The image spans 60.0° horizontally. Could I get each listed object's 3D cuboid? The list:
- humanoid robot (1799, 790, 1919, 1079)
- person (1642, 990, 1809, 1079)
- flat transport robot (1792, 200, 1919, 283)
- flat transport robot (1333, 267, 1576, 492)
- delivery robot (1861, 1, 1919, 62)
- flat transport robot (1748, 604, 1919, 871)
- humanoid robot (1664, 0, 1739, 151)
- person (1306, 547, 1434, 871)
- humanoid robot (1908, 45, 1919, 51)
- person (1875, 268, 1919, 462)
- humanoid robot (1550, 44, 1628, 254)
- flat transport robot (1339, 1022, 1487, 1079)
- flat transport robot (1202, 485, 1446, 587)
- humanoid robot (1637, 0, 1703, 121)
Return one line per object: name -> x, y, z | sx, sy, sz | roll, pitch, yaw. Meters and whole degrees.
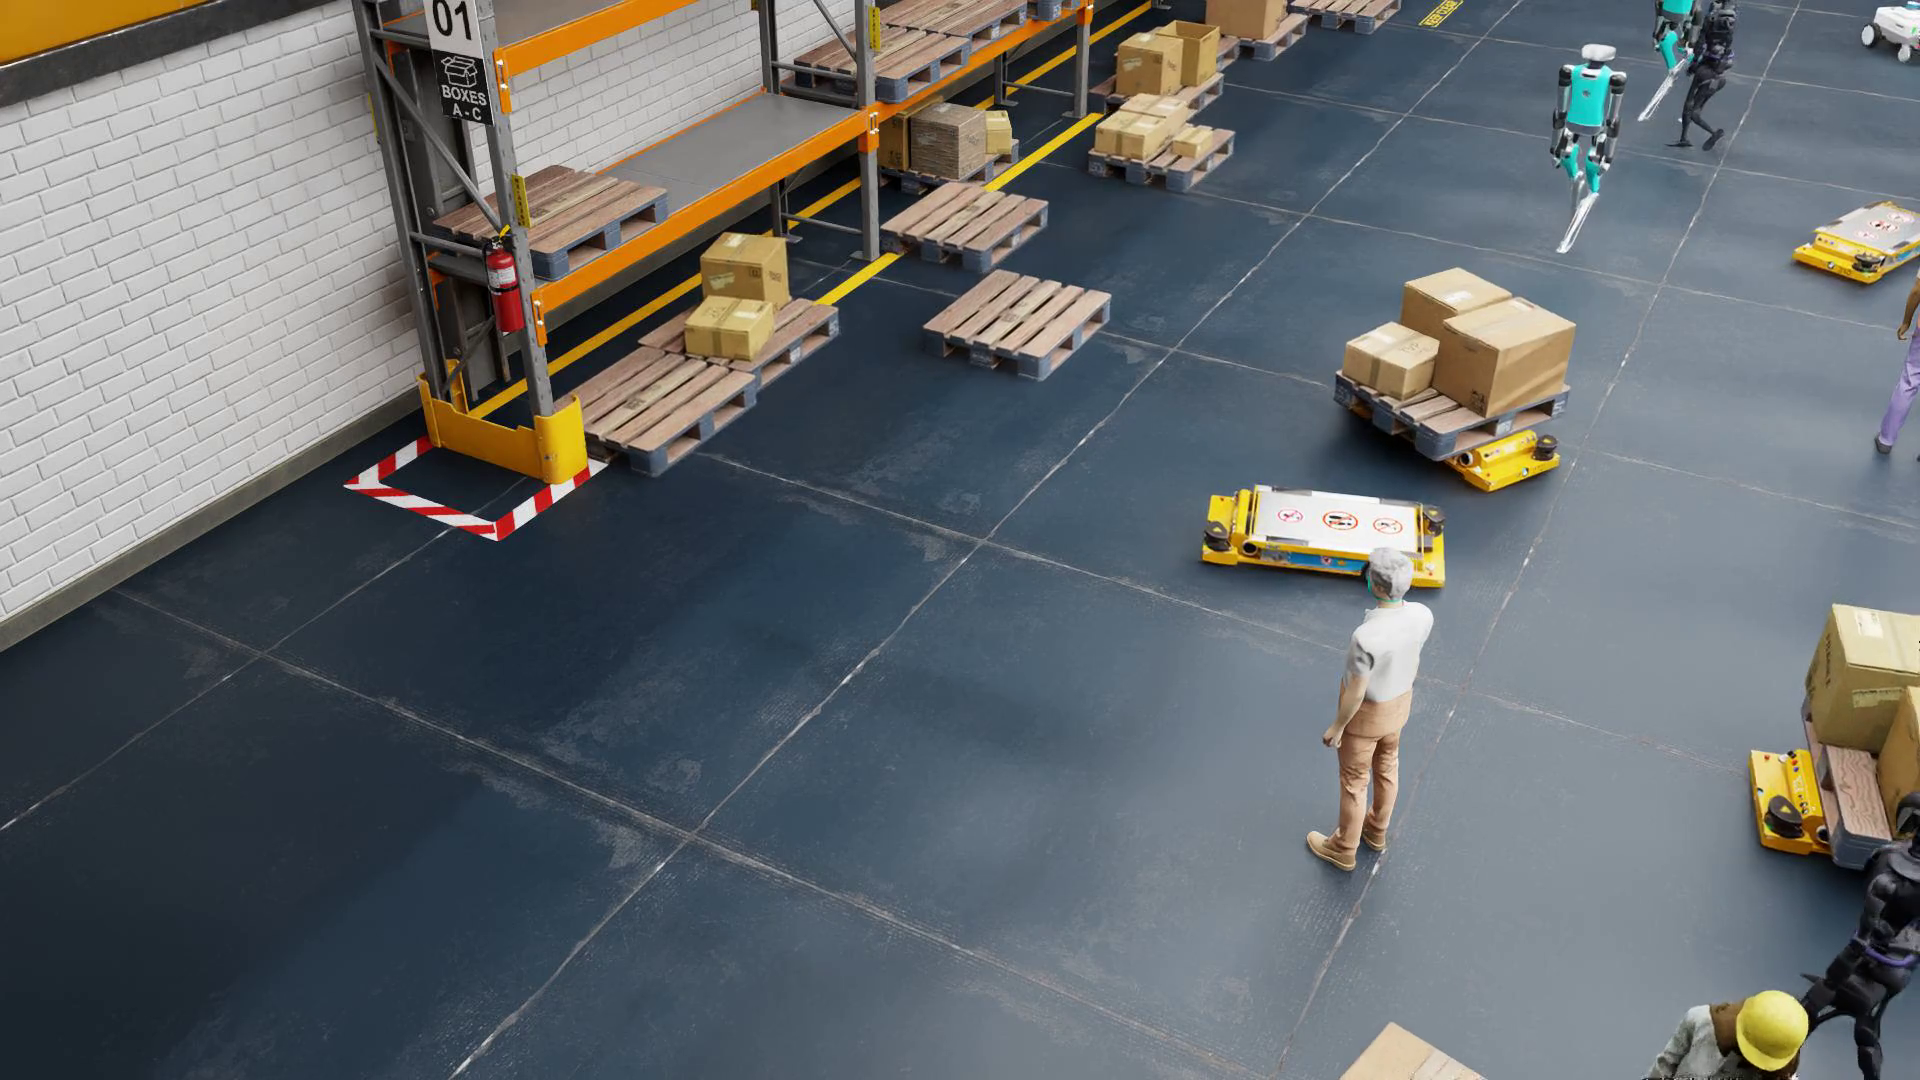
humanoid robot -> 3.526, 1.613, 6.447 | 0.602, 1.633, 0.650 | -22, 40, -30
person -> 2.544, 2.083, 5.689 | 0.551, 1.703, 0.531 | -8, 34, -12
flat transport robot -> 7.681, -2.512, 13.949 | 1.431, 0.231, 0.659 | -23, 40, -31
flat transport robot -> 3.324, -0.799, 11.357 | 0.659, 0.231, 1.431 | -18, 38, -26
delivery robot -> 10.472, -5.667, 18.480 | 0.499, 0.614, 0.815 | -5, 34, -8
flat transport robot -> 4.655, 1.351, 8.104 | 1.431, 0.231, 0.659 | 9, 34, 13
humanoid robot -> 7.080, -4.453, 15.612 | 0.423, 1.628, 0.598 | -2, 34, -3
person -> 1.885, 0.779, 7.633 | 0.477, 1.743, 0.321 | -21, 39, -28
humanoid robot -> 10.866, -6.258, 18.355 | 0.327, 1.644, 0.595 | 7, 34, 11
person -> 6.392, -1.355, 10.764 | 0.566, 1.849, 0.387 | 20, 38, 27
humanoid robot -> 5.247, -3.290, 13.841 | 0.552, 1.827, 0.881 | 22, 39, 29
flat transport robot -> 1.588, 2.815, 5.890 | 0.659, 0.231, 1.431 | 27, 42, 34
flat transport robot -> 2.234, -0.032, 10.196 | 1.431, 0.231, 0.659 | 7, 34, 10
humanoid robot -> 7.180, -4.967, 16.366 | 0.865, 1.792, 0.573 | -15, 36, -22
